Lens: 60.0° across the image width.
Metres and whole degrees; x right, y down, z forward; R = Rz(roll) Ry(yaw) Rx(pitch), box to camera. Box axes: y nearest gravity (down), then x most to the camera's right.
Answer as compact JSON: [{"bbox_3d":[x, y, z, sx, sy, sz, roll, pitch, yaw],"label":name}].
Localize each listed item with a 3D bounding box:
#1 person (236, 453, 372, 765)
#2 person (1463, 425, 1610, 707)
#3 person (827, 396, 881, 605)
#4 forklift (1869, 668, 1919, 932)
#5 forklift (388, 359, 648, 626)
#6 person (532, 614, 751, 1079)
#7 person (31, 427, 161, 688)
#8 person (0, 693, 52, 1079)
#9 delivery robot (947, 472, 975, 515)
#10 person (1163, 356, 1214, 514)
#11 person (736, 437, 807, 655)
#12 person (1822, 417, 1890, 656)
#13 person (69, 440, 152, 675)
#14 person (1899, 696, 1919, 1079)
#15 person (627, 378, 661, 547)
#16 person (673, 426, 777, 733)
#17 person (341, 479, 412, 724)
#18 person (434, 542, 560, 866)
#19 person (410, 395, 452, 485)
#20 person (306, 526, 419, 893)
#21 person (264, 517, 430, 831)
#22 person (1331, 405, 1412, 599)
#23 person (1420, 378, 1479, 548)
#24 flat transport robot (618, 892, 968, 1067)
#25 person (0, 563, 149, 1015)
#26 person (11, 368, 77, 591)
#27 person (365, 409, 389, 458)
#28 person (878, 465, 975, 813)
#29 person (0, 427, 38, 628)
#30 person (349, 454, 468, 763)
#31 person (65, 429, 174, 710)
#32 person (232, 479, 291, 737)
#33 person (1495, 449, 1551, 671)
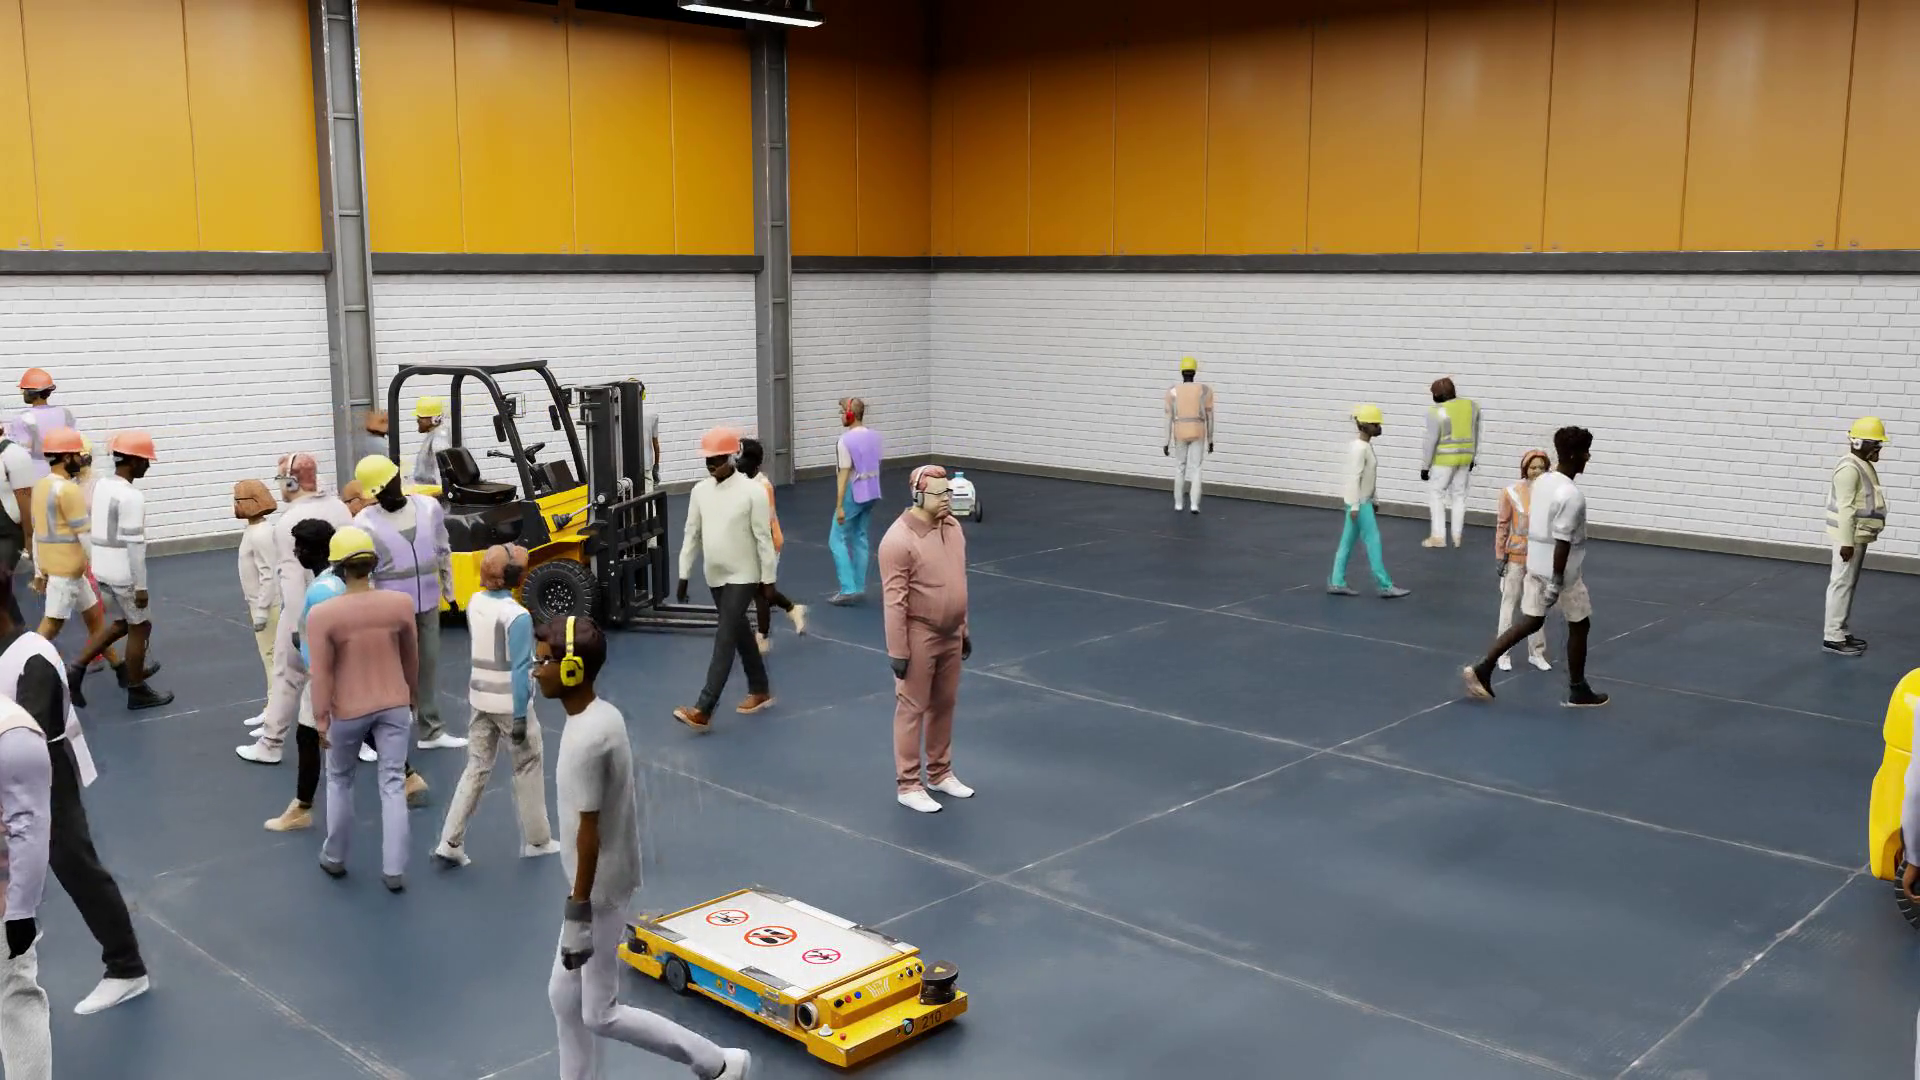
[{"bbox_3d":[-3.906,0.413,9.899,0.791,1.869,0.662,3,10,17],"label":"person"},{"bbox_3d":[3.921,0.185,11.150,0.902,1.933,0.598,-2,9,-9],"label":"person"},{"bbox_3d":[-0.925,-0.342,14.625,0.458,1.840,0.586,6,11,32],"label":"person"},{"bbox_3d":[5.205,0.723,7.013,2.313,2.155,1.214,9,13,43],"label":"forklift"},{"bbox_3d":[-3.850,-0.407,13.936,2.313,2.155,1.214,2,9,11],"label":"forklift"},{"bbox_3d":[-1.123,1.146,5.481,0.732,1.847,0.535,-3,10,-15],"label":"person"},{"bbox_3d":[-6.061,0.169,11.350,1.025,1.883,0.549,-9,13,-44],"label":"person"},{"bbox_3d":[-3.235,1.160,5.407,0.626,1.846,0.429,4,10,21],"label":"person"},{"bbox_3d":[-0.006,-0.551,19.522,0.477,0.478,0.707,0,9,-3],"label":"delivery robot"},{"bbox_3d":[2.766,-1.269,20.145,0.610,1.932,0.579,2,9,11],"label":"person"},{"bbox_3d":[-1.449,0.035,12.788,0.587,1.675,0.550,-4,10,-25],"label":"person"},{"bbox_3d":[6.885,-0.038,12.792,0.403,1.828,0.598,7,11,36],"label":"person"},{"bbox_3d":[-6.354,0.089,12.289,0.526,1.728,0.758,5,10,26],"label":"person"},{"bbox_3d":[3.451,1.093,5.497,0.616,1.945,0.404,8,12,42],"label":"person"},{"bbox_3d":[-3.236,-0.676,16.613,0.519,1.862,0.328,-7,12,-37],"label":"person"},{"bbox_3d":[-1.558,0.240,10.730,0.655,1.934,1.029,7,11,35],"label":"person"},{"bbox_3d":[-3.839,0.400,10.765,0.682,1.600,0.519,3,10,20],"label":"person"},{"bbox_3d":[-2.305,0.823,8.204,0.517,1.613,0.740,8,12,40],"label":"person"},{"bbox_3d":[-4.796,-0.424,15.230,0.425,1.811,0.637,-2,10,-14],"label":"person"},{"bbox_3d":[-2.868,0.791,7.978,0.544,1.744,0.680,-6,11,-34],"label":"person"},{"bbox_3d":[-3.276,0.693,8.855,0.798,1.663,0.531,-1,9,-9],"label":"person"},{"bbox_3d":[3.712,-0.332,14.844,0.800,1.733,0.547,3,10,17],"label":"person"},{"bbox_3d":[5.181,-0.802,17.611,0.669,1.822,0.431,-3,10,-18],"label":"person"},{"bbox_3d":[-0.708,1.722,6.767,1.431,0.197,0.652,9,13,43],"label":"flat transport robot"},{"bbox_3d":[-3.644,0.997,6.350,0.607,1.864,1.012,6,11,31],"label":"person"},{"bbox_3d":[-8.409,-0.555,15.291,0.359,2.047,0.614,4,10,25],"label":"person"},{"bbox_3d":[-5.657,-0.460,16.090,0.740,1.608,0.519,-8,12,-40],"label":"person"},{"bbox_3d":[-0.159,0.532,9.101,0.401,1.902,0.646,7,11,36],"label":"person"},{"bbox_3d":[-7.187,-0.057,12.261,0.708,2.000,0.541,2,10,14],"label":"person"},{"bbox_3d":[-3.303,0.398,10.012,0.374,1.874,0.697,9,13,43],"label":"person"},{"bbox_3d":[-5.577,0.225,10.949,0.588,1.906,0.650,8,12,40],"label":"person"},{"bbox_3d":[-4.439,0.423,10.559,0.279,1.634,0.497,-5,10,-26],"label":"person"},{"bbox_3d":[4.184,0.149,12.223,0.523,1.639,0.306,-1,9,-5],"label":"person"}]
